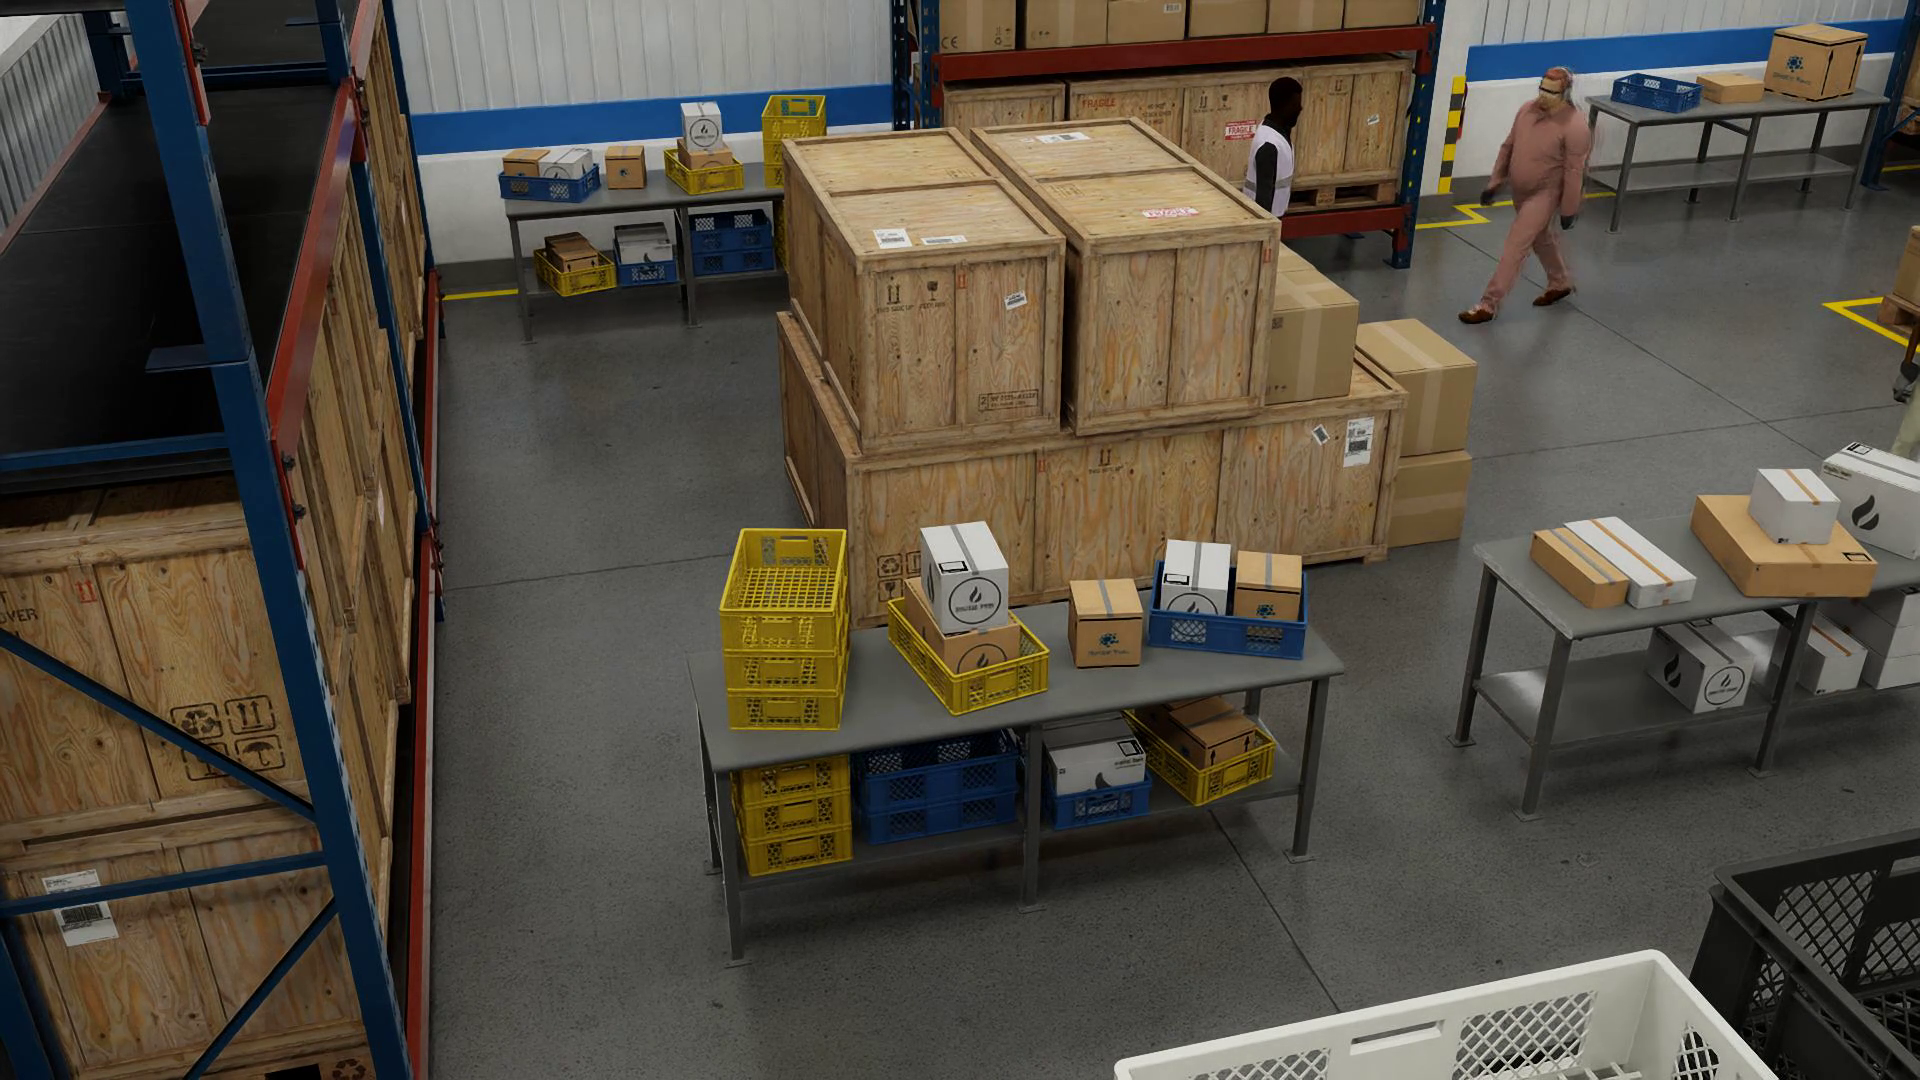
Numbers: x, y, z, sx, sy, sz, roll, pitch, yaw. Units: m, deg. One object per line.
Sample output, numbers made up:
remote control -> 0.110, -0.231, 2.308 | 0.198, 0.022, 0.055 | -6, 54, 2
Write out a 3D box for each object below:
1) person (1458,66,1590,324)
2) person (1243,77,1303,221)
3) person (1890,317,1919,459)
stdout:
person -> 4.177, -2.501, 12.010 | 1.046, 1.853, 0.643 | -9, 30, -16
person -> 2.109, -2.229, 11.453 | 0.394, 1.911, 0.583 | 7, 30, 13
person -> 5.367, -0.865, 9.019 | 0.524, 1.866, 0.325 | 16, 32, 26
